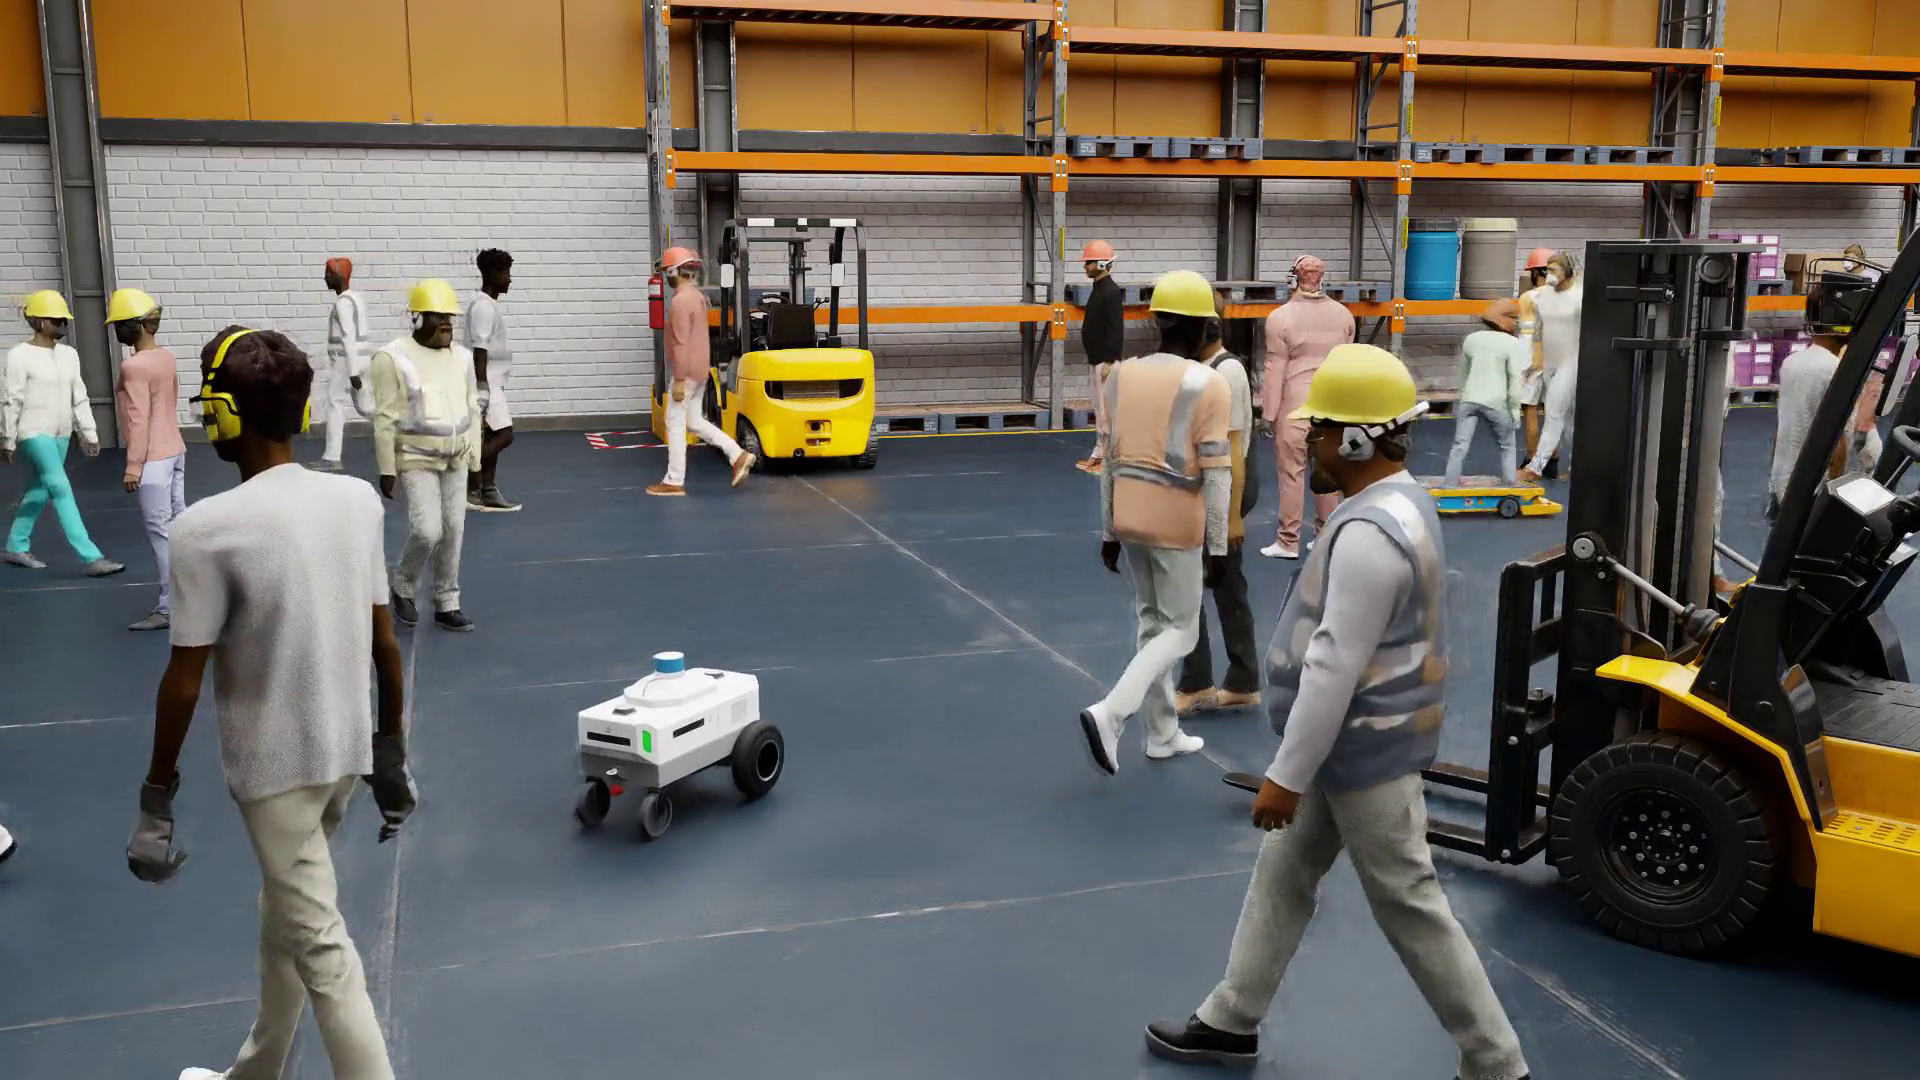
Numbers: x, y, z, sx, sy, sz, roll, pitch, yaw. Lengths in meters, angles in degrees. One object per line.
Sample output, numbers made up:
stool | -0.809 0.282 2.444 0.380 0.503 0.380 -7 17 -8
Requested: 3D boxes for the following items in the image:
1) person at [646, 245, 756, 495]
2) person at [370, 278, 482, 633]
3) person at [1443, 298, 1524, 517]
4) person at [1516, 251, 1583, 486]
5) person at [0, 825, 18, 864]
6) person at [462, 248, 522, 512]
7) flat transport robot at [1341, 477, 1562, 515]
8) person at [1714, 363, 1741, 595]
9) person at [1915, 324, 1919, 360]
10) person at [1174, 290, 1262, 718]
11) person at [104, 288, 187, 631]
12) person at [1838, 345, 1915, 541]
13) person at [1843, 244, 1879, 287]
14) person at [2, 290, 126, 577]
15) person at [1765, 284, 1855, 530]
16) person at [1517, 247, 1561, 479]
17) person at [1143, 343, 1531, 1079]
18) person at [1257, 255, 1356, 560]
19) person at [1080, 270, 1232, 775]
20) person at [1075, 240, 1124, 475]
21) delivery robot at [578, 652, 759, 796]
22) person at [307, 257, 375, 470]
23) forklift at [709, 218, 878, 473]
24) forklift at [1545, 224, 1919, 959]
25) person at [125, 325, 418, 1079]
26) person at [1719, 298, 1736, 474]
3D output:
person | -2.054 -1.314 13.000 0.768 1.966 0.626 1 10 5
person | -2.676 -0.413 8.442 0.421 1.815 0.607 7 13 35
person | 3.850 -0.952 12.048 0.705 1.578 0.523 -10 14 -43
person | 4.801 -1.379 13.526 0.971 1.890 0.646 -3 11 -18
person | -3.423 0.220 4.901 1.035 1.859 0.651 -7 12 -32
person | -3.446 -1.146 12.105 0.478 1.944 0.648 -3 11 -16
flat transport robot | 3.600 -0.328 12.222 1.431 0.197 0.652 -1 10 -5
person | 4.135 -0.670 9.605 0.877 1.919 0.603 7 13 34
person | 10.070 -2.009 16.922 0.590 1.920 0.399 3 11 16
person | 1.011 -0.145 6.978 0.630 1.809 0.569 0 10 -2
person | -4.192 -0.415 8.611 0.316 1.765 0.523 -1 10 -6
person | 5.893 -0.764 10.994 0.895 1.593 0.512 -1 10 -8
person | 9.571 -2.204 17.938 0.372 1.940 0.632 -5 12 -27
person | -5.451 -0.633 9.952 0.946 1.708 0.527 2 11 11
person | 3.541 -0.179 7.083 0.706 1.855 0.516 0 10 1
person | 4.823 -1.464 13.888 0.552 1.932 0.377 -5 11 -24
person | 0.921 0.448 3.808 0.923 1.793 0.584 3 11 14
person | 2.150 -0.827 10.472 0.639 1.910 0.402 -4 11 -23
person | 0.706 -0.047 6.219 0.691 1.906 0.593 -9 14 -41
person | 1.199 -1.558 14.238 0.395 1.993 0.614 -1 10 -7
delivery robot | -1.021 0.640 5.882 0.477 0.478 0.707 5 12 27
person | -5.242 -1.526 14.471 0.876 1.857 0.573 -1 10 -5
forklift | -1.522 -1.778 14.899 1.214 2.155 2.313 -3 11 -17
forklift | 2.909 0.117 4.508 2.313 2.155 1.214 9 14 40
person | -1.491 0.488 3.456 0.874 1.831 0.540 4 11 22
person | 5.364 -1.149 12.167 0.665 1.933 0.747 -3 11 -17
